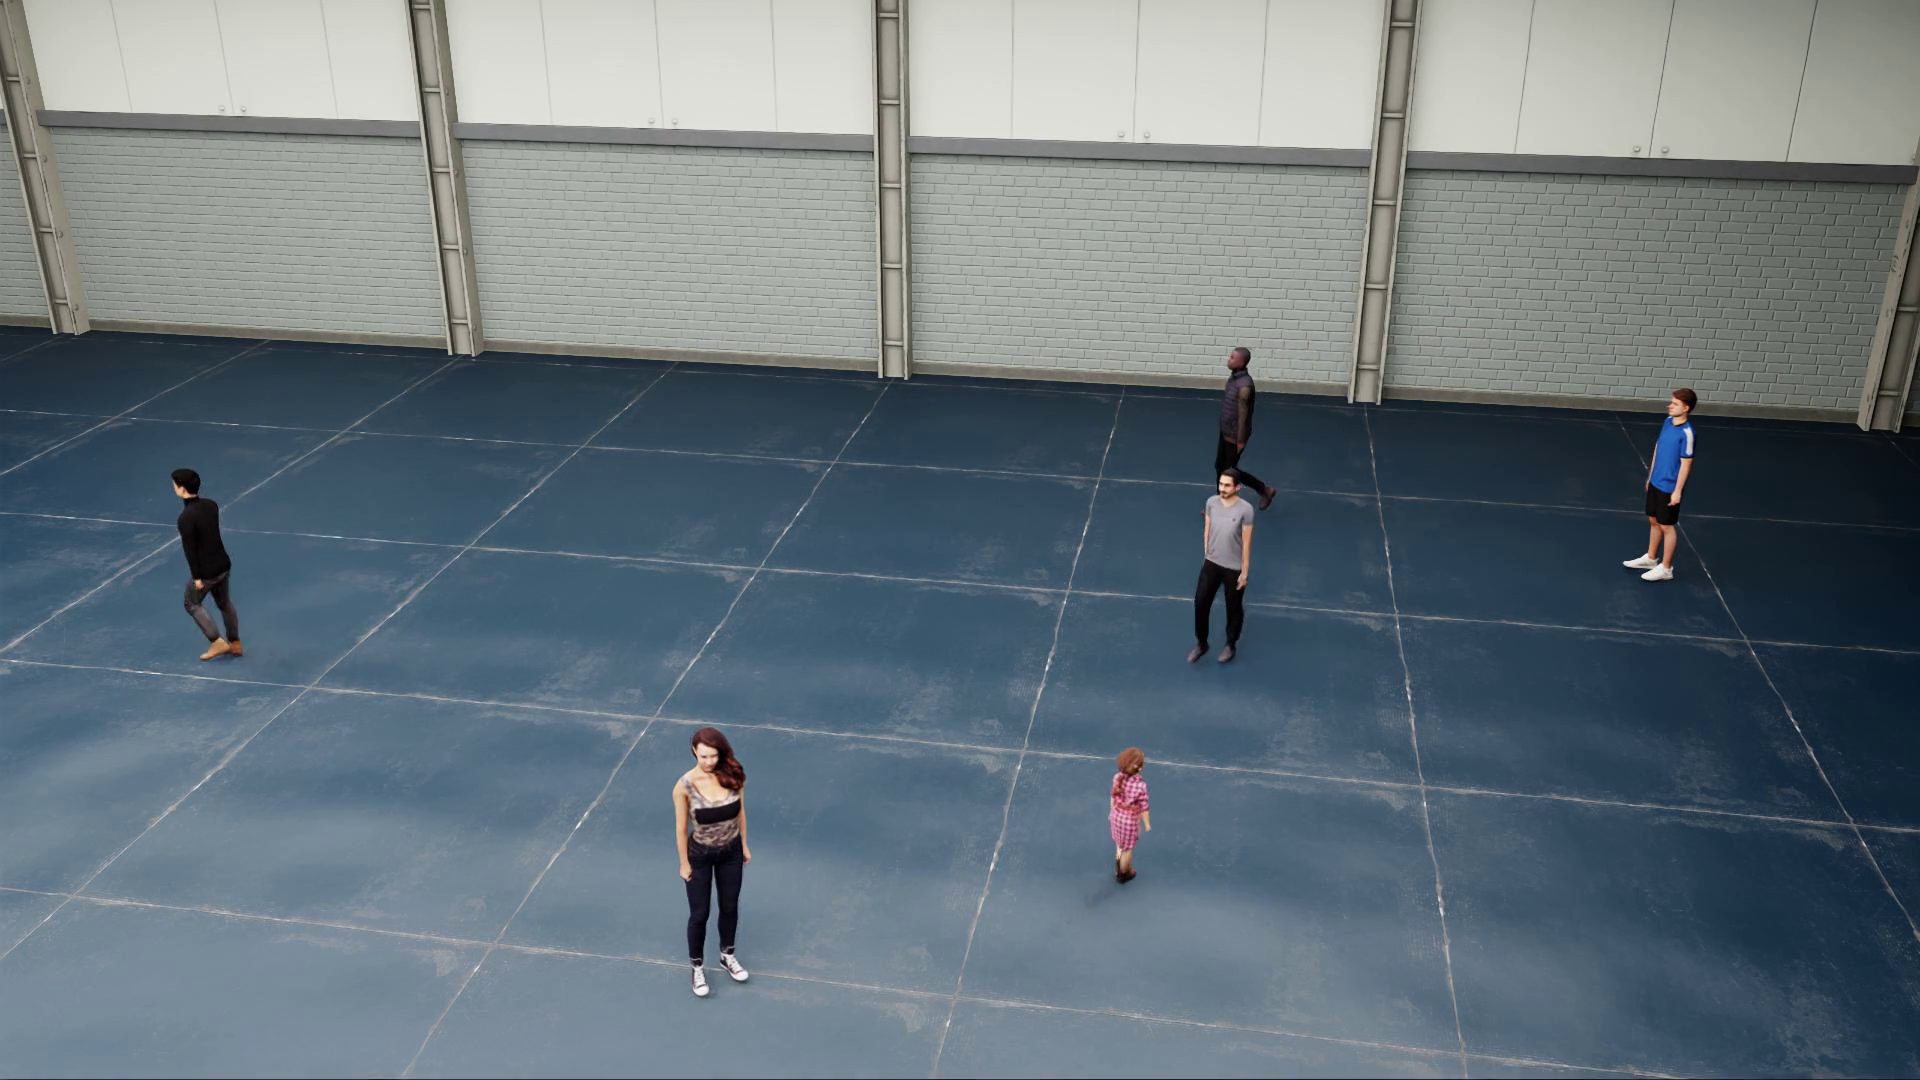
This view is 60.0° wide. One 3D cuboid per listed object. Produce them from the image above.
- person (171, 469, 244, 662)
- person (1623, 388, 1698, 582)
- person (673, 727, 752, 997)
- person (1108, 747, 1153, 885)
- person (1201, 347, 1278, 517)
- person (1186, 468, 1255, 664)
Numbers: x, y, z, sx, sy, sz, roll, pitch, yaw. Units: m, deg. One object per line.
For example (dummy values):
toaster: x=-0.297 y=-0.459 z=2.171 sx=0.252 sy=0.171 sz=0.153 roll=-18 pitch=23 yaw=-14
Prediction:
person: x=-6.280 y=0.212 z=14.020 sx=0.582 sy=1.714 sz=0.670 roll=6 pitch=24 yaw=14
person: x=6.645 y=-0.535 z=15.581 sx=0.690 sy=1.866 sz=0.723 roll=-3 pitch=23 yaw=-8
person: x=-1.485 y=1.898 z=9.985 sx=0.688 sy=1.768 sz=0.761 roll=-13 pitch=26 yaw=-28
person: x=1.087 y=1.849 z=11.064 sx=0.468 sy=1.013 sz=0.554 roll=17 pitch=29 yaw=35
person: x=2.864 y=-1.070 z=16.899 sx=1.066 sy=1.820 sz=0.848 roll=-1 pitch=23 yaw=-3
person: x=2.284 y=0.192 z=14.035 sx=0.747 sy=1.739 sz=0.794 roll=12 pitch=26 yaw=26
